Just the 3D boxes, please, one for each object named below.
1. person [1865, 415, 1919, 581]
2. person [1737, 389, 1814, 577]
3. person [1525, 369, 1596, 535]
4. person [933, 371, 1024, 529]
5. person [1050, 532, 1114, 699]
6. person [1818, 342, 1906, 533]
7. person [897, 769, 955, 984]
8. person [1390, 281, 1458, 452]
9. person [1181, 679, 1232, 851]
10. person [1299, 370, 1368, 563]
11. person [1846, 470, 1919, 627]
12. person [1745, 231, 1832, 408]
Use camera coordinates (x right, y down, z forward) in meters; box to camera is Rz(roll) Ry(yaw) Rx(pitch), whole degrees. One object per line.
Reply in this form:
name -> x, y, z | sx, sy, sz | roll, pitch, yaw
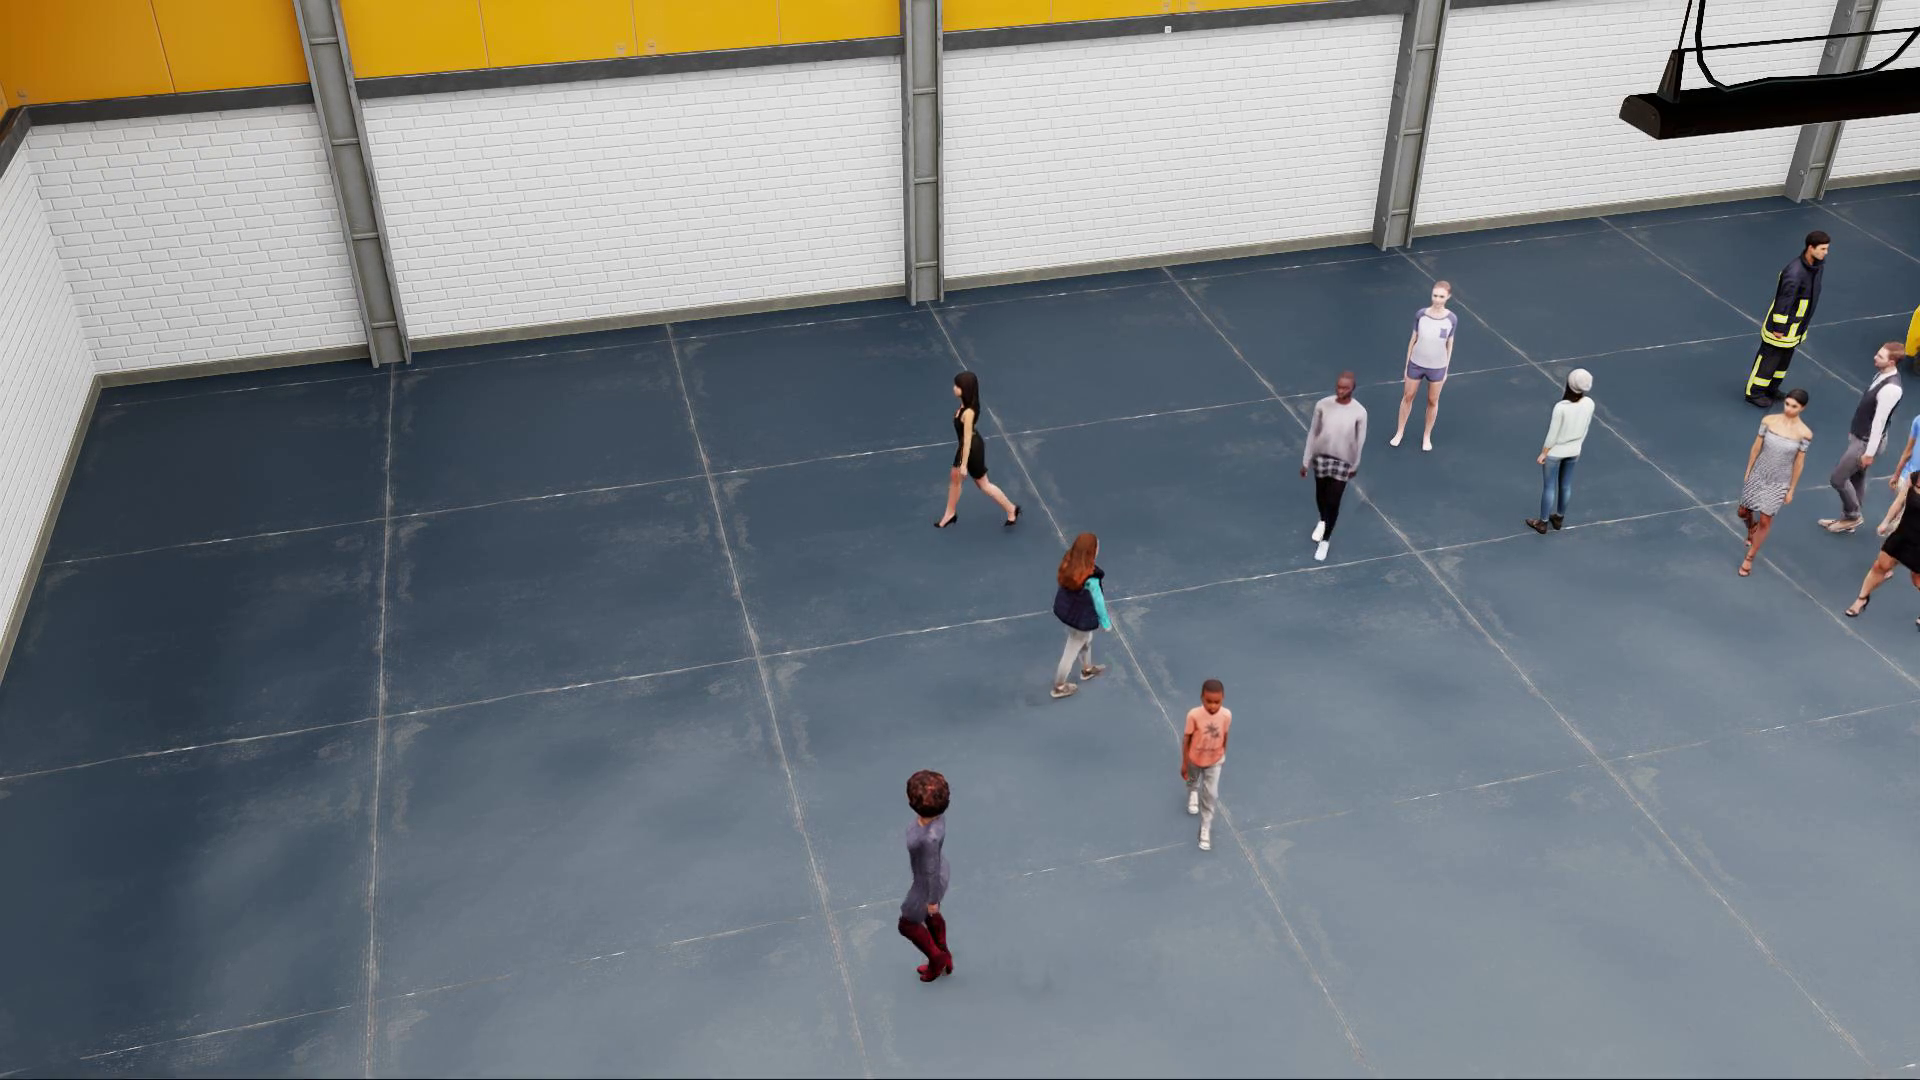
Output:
person -> 8.152, -0.439, 14.218 | 1.061, 1.833, 0.720 | -13, 36, -19
person -> 7.030, -0.522, 14.360 | 0.783, 1.812, 0.856 | 25, 41, 33
person -> 5.420, -0.812, 14.948 | 0.445, 1.644, 0.633 | -10, 35, -15
person -> 0.193, -0.760, 14.897 | 1.101, 1.615, 0.731 | -2, 34, -4
person -> 0.855, 0.609, 12.962 | 0.794, 1.477, 0.626 | -12, 35, -17
person -> 8.163, -0.870, 14.779 | 0.846, 1.930, 0.809 | 14, 36, 20
person -> -0.112, 2.151, 10.445 | 0.657, 1.696, 0.668 | -1, 34, -1
person -> 4.558, -1.711, 16.190 | 0.655, 1.767, 0.739 | 12, 35, 17
person -> 1.720, 1.486, 11.818 | 0.891, 1.282, 0.733 | 3, 34, 4
person -> 3.331, -0.747, 14.756 | 0.933, 1.749, 0.984 | 17, 37, 24
person -> 7.937, 0.015, 13.669 | 0.876, 1.684, 0.835 | -13, 36, -18
person -> 8.416, -2.271, 16.891 | 0.773, 1.925, 0.925 | -24, 40, -31
